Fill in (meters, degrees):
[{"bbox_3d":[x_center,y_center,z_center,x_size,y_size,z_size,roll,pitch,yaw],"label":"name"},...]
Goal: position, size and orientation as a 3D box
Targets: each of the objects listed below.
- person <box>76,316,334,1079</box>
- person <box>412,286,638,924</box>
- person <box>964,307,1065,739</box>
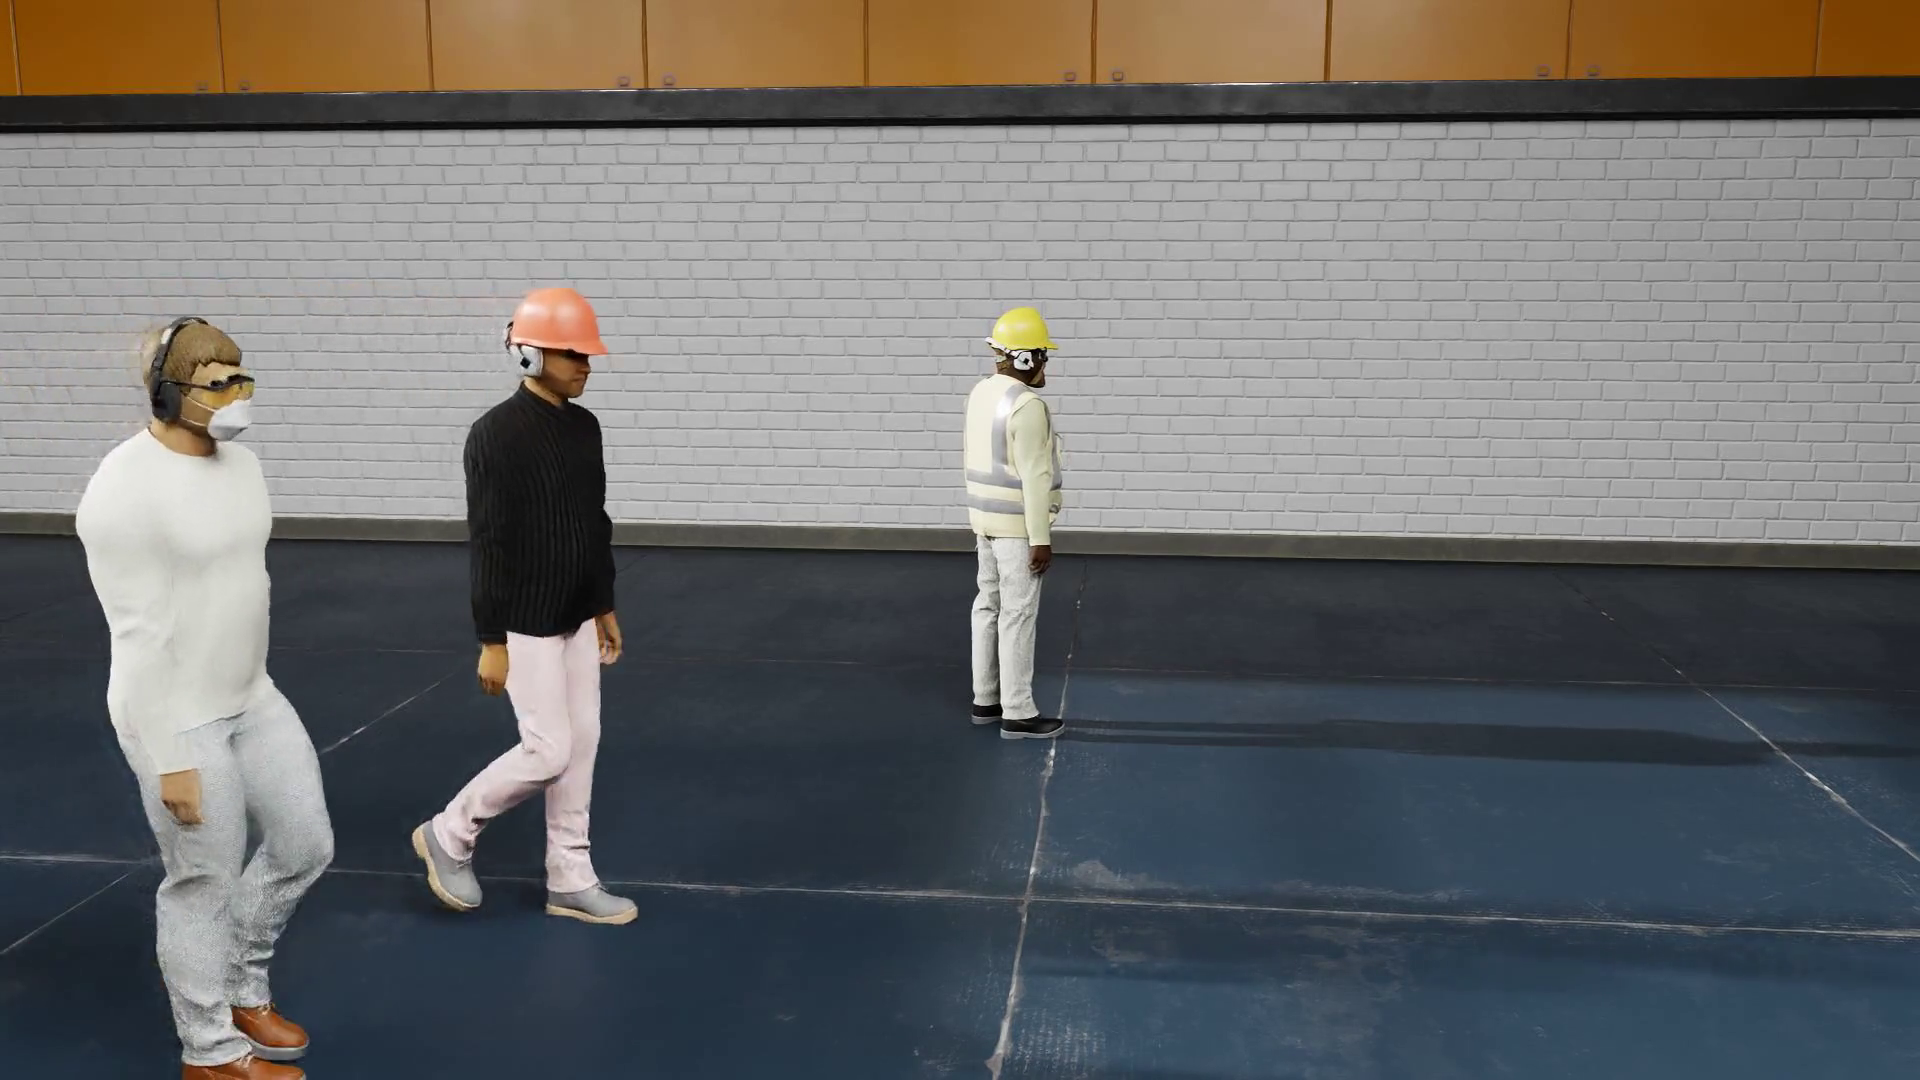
[{"bbox_3d":[-1.784,0.436,3.973,0.424,1.918,0.656,2,10,9],"label":"person"},{"bbox_3d":[-1.307,0.223,5.047,0.601,1.971,0.618,3,10,18],"label":"person"},{"bbox_3d":[0.238,-0.073,7.127,0.403,1.831,0.597,-5,11,-25],"label":"person"}]
